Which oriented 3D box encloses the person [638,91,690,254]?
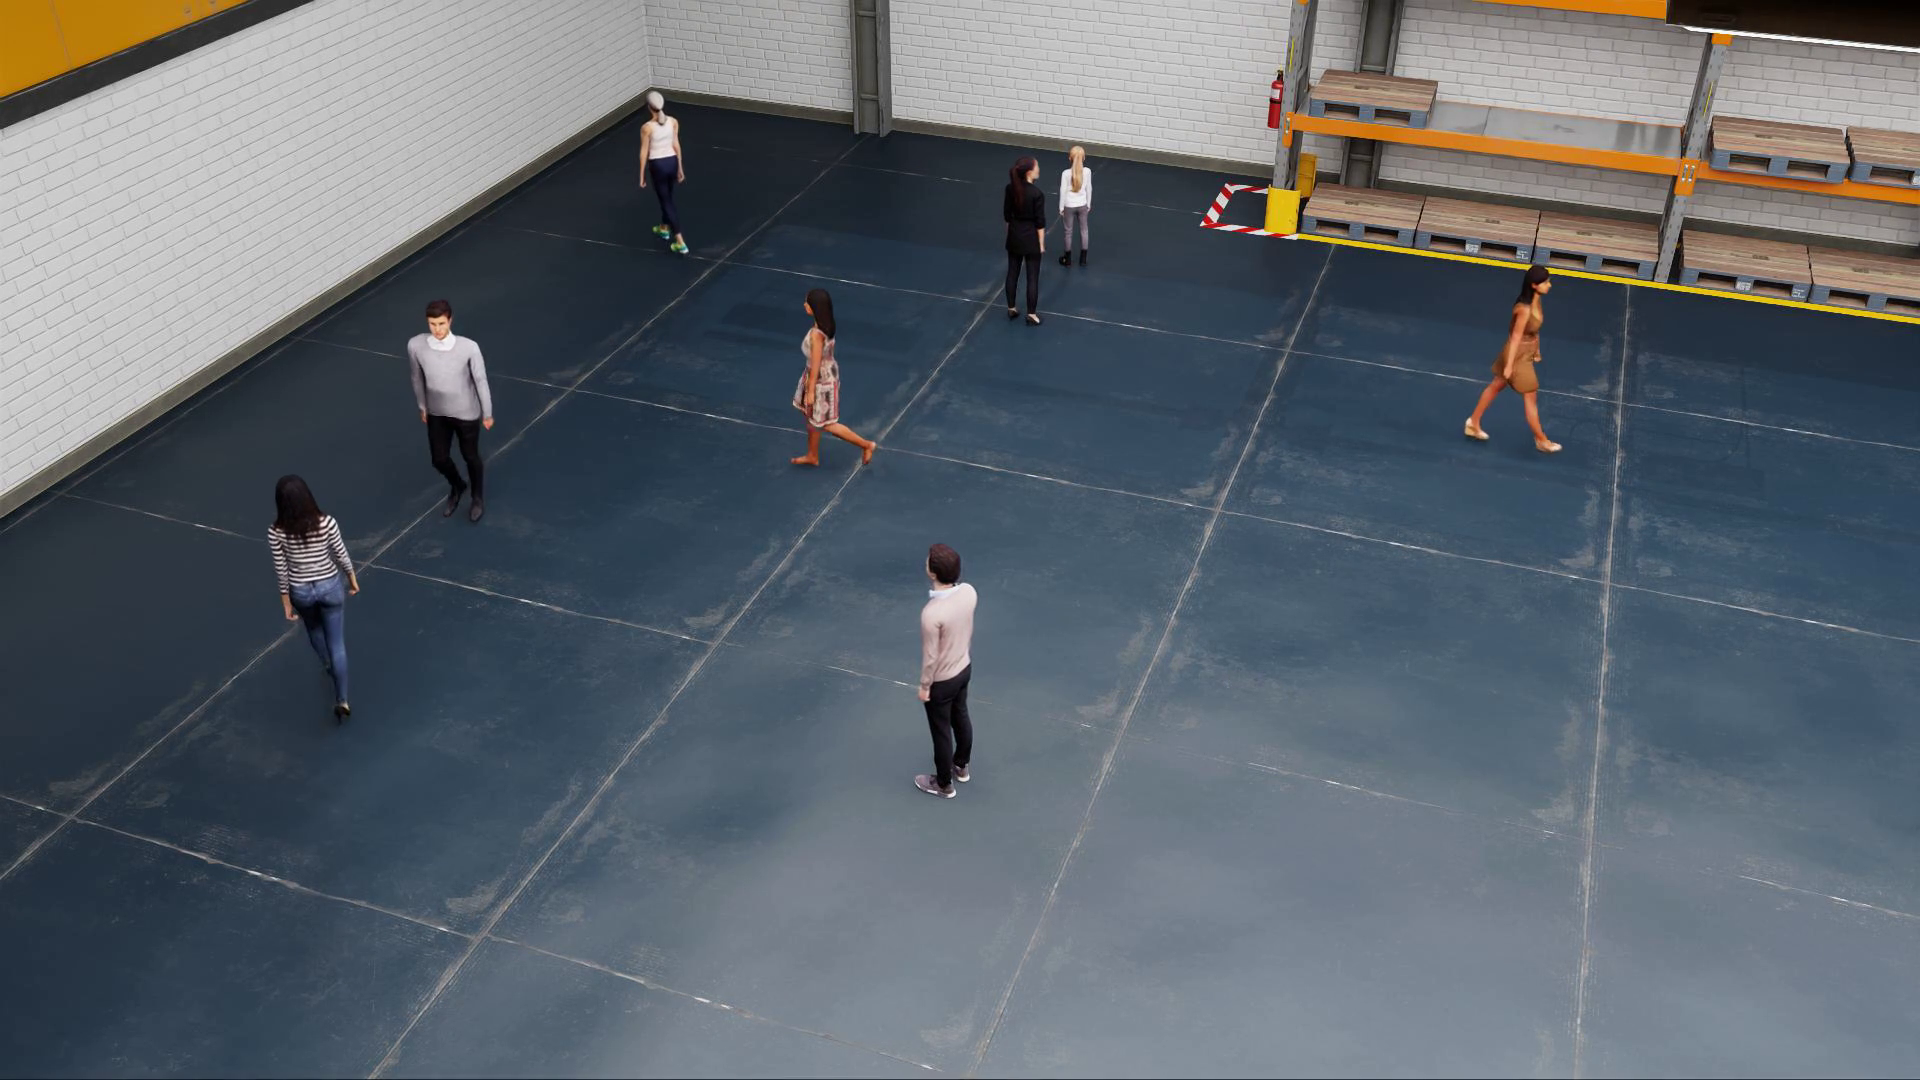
[{"bbox_3d":[-3.042,-3.780,17.260,0.928,1.674,1.106,-25,41,-33],"label":"person"}]

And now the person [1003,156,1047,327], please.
[{"bbox_3d":[0.609,-2.845,15.867,0.580,1.659,0.719,23,40,31],"label":"person"}]

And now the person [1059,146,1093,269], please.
[{"bbox_3d":[1.189,-3.432,17.094,0.553,1.279,0.634,-5,34,-8],"label":"person"}]

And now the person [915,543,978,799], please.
[{"bbox_3d":[-0.092,0.806,10.240,0.637,1.808,0.687,22,40,30],"label":"person"}]

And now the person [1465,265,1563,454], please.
[{"bbox_3d":[4.568,-1.508,13.869,1.068,1.644,0.673,15,37,22],"label":"person"}]

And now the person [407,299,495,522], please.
[{"bbox_3d":[-3.926,-1.057,12.957,0.735,1.902,0.903,1,34,2],"label":"person"}]

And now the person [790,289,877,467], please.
[{"bbox_3d":[-1.046,-1.264,13.518,1.059,1.627,0.843,2,34,2],"label":"person"}]

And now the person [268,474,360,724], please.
[{"bbox_3d":[-4.178,0.438,10.838,0.992,1.758,1.011,-10,35,-15],"label":"person"}]
